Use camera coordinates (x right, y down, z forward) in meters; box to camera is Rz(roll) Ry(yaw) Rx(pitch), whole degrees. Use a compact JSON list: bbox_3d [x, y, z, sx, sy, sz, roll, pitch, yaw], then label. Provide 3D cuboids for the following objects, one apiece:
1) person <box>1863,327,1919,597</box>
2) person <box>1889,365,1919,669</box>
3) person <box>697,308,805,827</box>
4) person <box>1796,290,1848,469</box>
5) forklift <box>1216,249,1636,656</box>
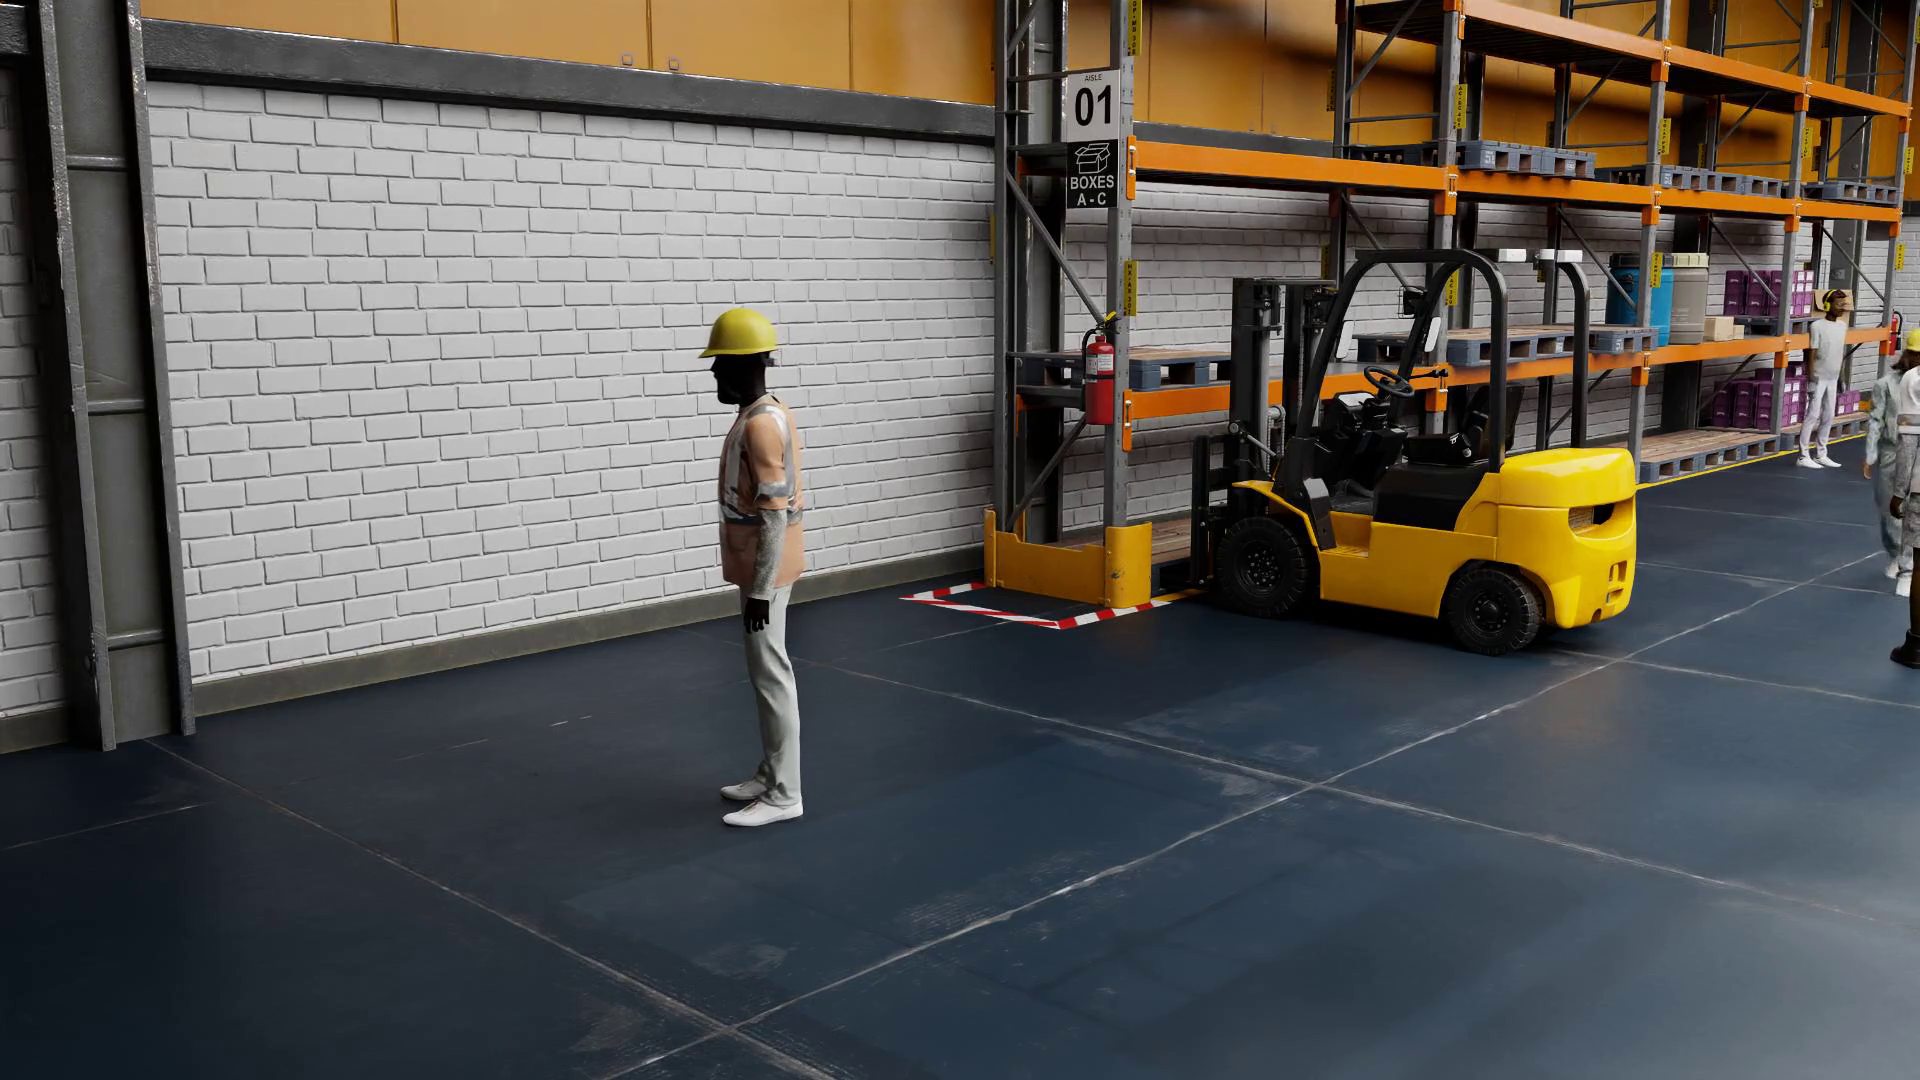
[{"bbox_3d":[6.156,-0.531,10.774,0.484,1.711,0.802,7,12,39],"label":"person"},{"bbox_3d":[5.103,-0.285,8.597,0.547,1.930,0.384,3,10,15],"label":"person"},{"bbox_3d":[-0.772,0.106,6.211,0.381,1.924,0.594,-1,9,-8],"label":"person"},{"bbox_3d":[9.015,-1.669,17.316,0.529,1.860,0.331,-4,10,-23],"label":"person"},{"bbox_3d":[2.710,-0.584,9.626,2.313,2.155,1.214,9,13,43],"label":"forklift"}]
